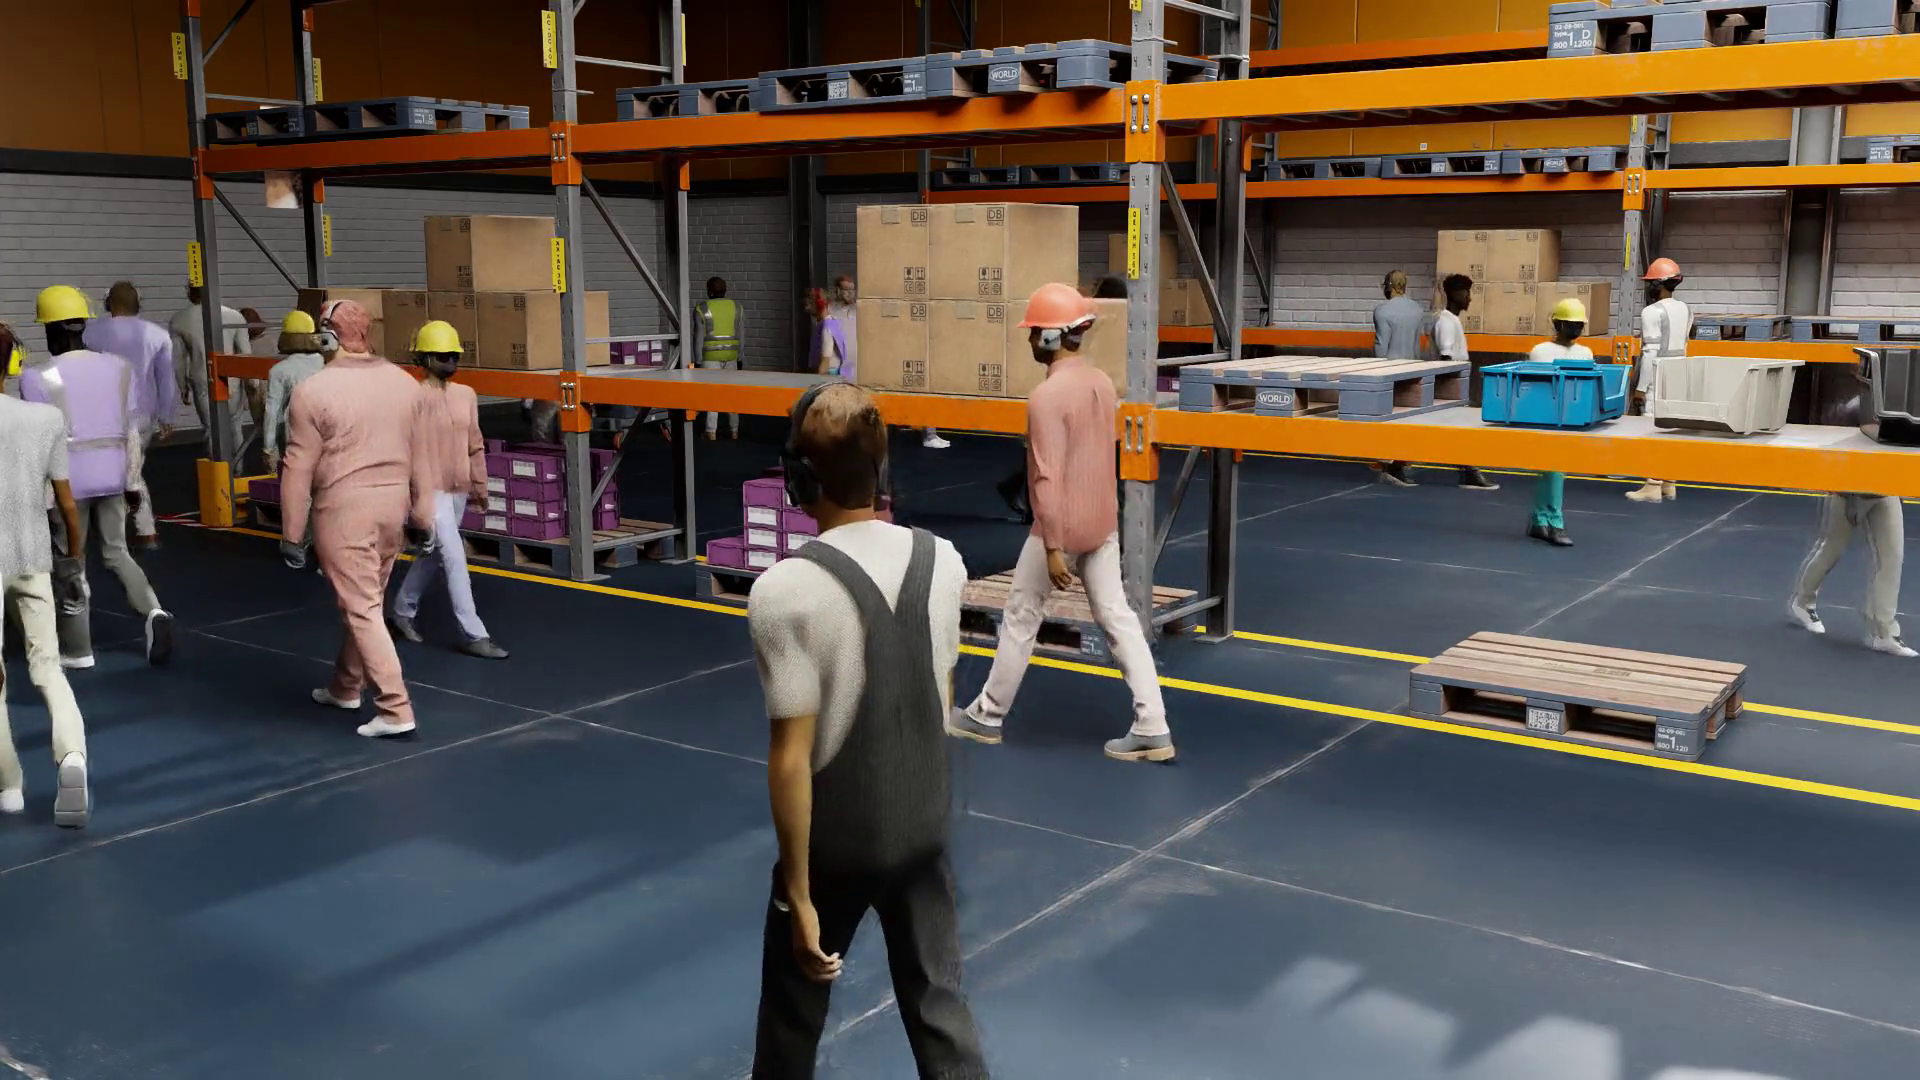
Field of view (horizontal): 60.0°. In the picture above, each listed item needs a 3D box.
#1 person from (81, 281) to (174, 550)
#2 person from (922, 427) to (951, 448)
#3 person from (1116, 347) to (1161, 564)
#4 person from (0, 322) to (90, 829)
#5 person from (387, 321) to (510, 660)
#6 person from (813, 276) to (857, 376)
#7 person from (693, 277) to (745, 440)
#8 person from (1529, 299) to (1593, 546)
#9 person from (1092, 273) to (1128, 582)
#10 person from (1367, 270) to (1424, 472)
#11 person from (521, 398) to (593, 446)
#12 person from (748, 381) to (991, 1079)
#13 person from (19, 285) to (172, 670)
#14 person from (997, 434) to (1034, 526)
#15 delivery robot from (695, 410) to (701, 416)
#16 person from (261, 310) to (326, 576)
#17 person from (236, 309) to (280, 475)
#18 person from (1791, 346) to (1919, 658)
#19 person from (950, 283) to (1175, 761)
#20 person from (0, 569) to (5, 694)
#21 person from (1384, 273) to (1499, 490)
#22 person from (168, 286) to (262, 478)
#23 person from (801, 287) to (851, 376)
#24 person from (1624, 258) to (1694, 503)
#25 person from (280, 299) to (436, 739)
[{"bbox_3d":[-5.962,-0.894,11.851,1.063,1.862,0.650,8,13,41],"label":"person"},{"bbox_3d":[-0.262,-1.949,18.085,0.402,1.899,0.631,0,10,1],"label":"person"},{"bbox_3d":[0.942,-0.706,10.755,0.712,1.870,0.784,9,13,43],"label":"person"},{"bbox_3d":[-3.375,0.122,5.908,0.523,1.846,0.788,-9,13,-42],"label":"person"},{"bbox_3d":[-2.715,-0.271,8.604,0.915,1.723,0.535,5,11,27],"label":"person"},{"bbox_3d":[-1.205,-1.822,17.444,0.658,1.856,0.981,-6,11,-30],"label":"person"},{"bbox_3d":[-2.739,-2.050,18.835,0.626,1.847,0.429,-6,11,-32],"label":"person"},{"bbox_3d":[4.309,-0.828,11.803,0.538,1.741,0.712,-4,10,-21],"label":"person"},{"bbox_3d":[0.811,-0.697,10.190,1.001,2.000,0.697,8,12,39],"label":"person"},{"bbox_3d":[4.169,-1.615,15.961,0.634,1.937,0.352,-7,12,-35],"label":"person"},{"bbox_3d":[-3.269,-1.128,13.494,0.652,1.786,0.969,-4,10,-22],"label":"person"},{"bbox_3d":[-0.189,0.594,3.247,0.512,1.801,0.955,-7,12,-35],"label":"person"},{"bbox_3d":[-4.229,-0.280,8.095,0.709,1.911,0.597,6,11,31],"label":"person"},{"bbox_3d":[0.525,-1.054,12.669,0.515,1.922,0.551,7,12,34],"label":"person"},{"bbox_3d":[-3.542,-1.775,20.749,0.707,0.478,0.477,6,11,32],"label":"delivery robot"},{"bbox_3d":[-4.268,-0.628,10.771,0.887,1.691,0.510,7,12,36],"label":"person"},{"bbox_3d":[-6.325,-1.281,14.999,0.515,1.591,0.686,2,10,9],"label":"person"},{"bbox_3d":[4.776,-0.238,8.783,0.497,1.589,0.844,-2,10,-11],"label":"person"},{"bbox_3d":[0.442,-0.067,6.778,1.049,1.941,0.624,7,12,36],"label":"person"},{"bbox_3d":[-3.022,0.317,4.714,0.583,1.860,0.816,-7,12,-37],"label":"person"},{"bbox_3d":[4.285,-1.406,14.790,0.992,1.920,0.617,5,11,26],"label":"person"},{"bbox_3d":[-6.478,-1.339,14.502,0.690,1.871,1.000,-4,10,-24],"label":"person"},{"bbox_3d":[-1.250,-1.275,14.356,0.953,1.790,0.588,-1,10,-8],"label":"person"},{"bbox_3d":[5.856,-1.332,13.965,0.609,2.044,0.392,-7,12,-35],"label":"person"},{"bbox_3d":[-2.628,-0.098,7.172,0.906,1.863,0.666,6,11,31],"label":"person"}]
